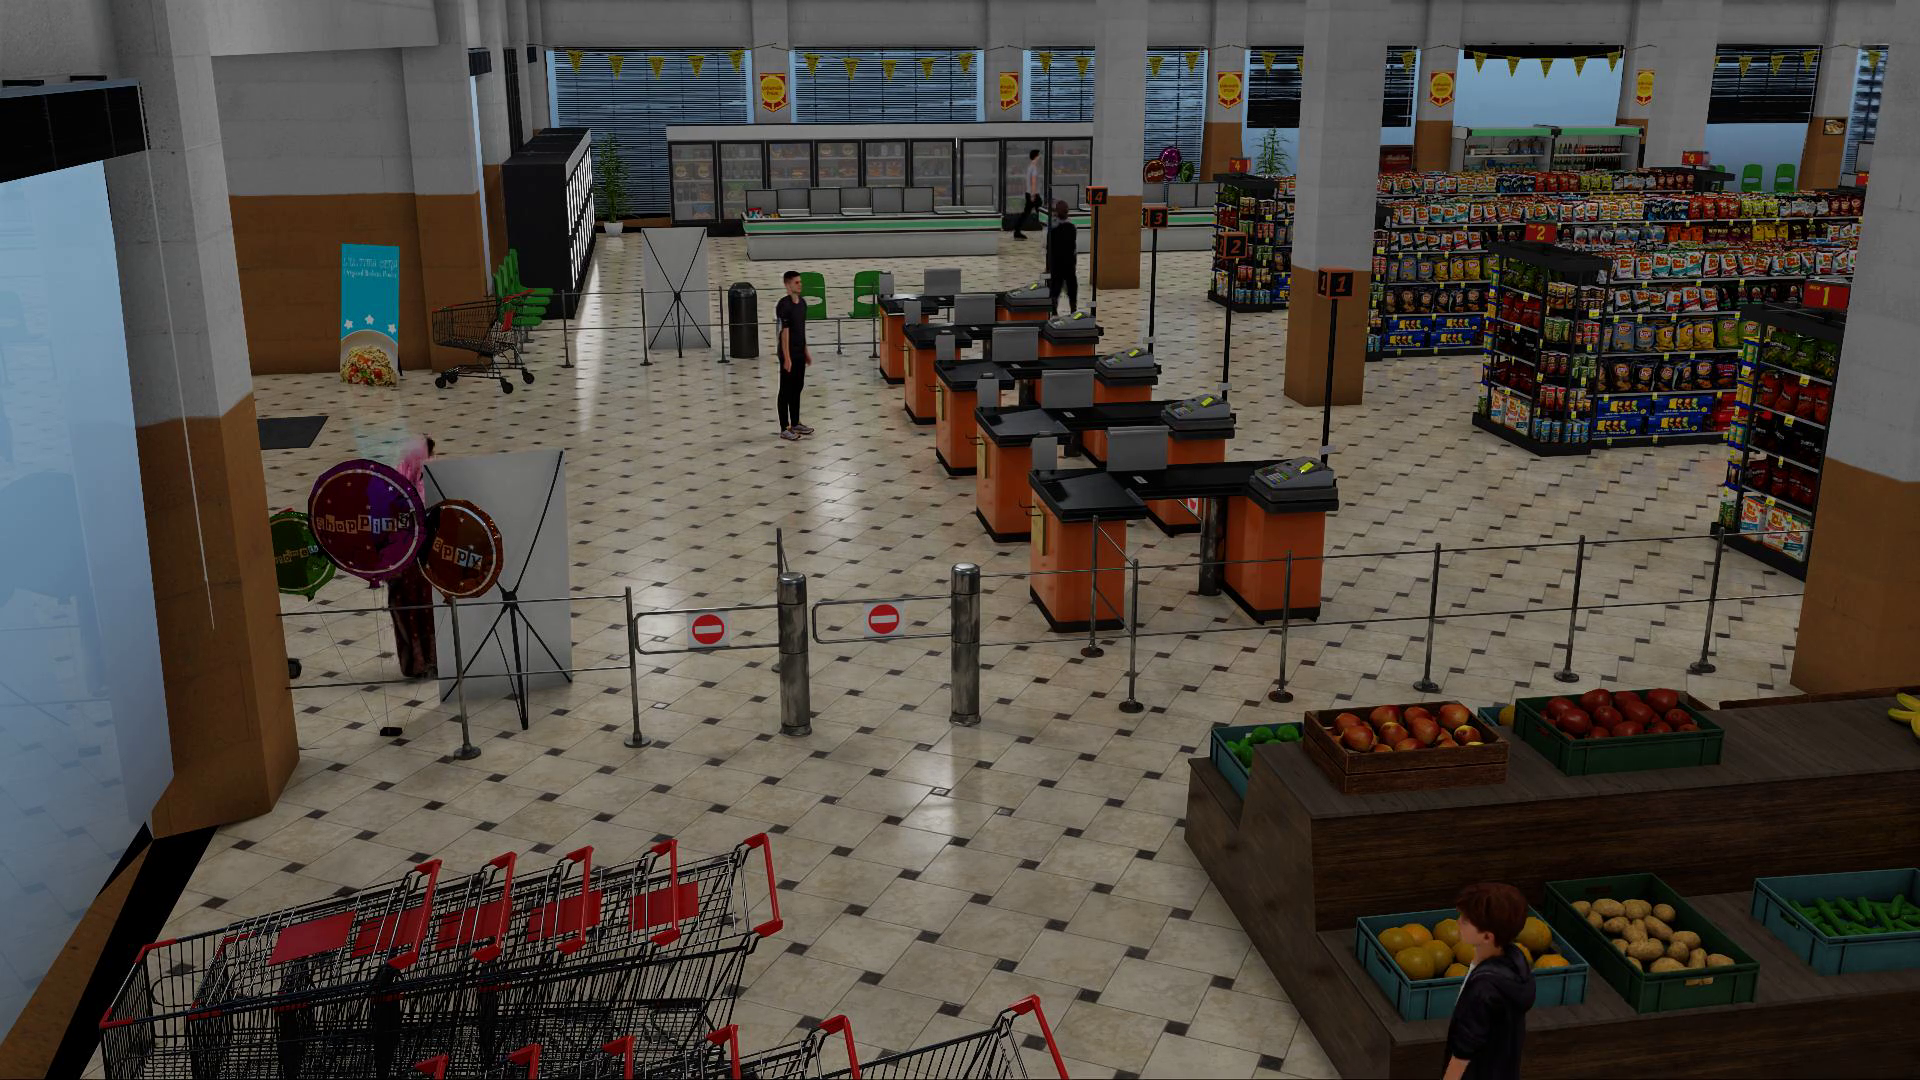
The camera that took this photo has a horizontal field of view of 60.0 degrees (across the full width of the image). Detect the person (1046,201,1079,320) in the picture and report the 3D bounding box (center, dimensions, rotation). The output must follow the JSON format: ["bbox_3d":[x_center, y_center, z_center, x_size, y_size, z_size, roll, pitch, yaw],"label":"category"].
[{"bbox_3d":[1.455,-4.084,24.502,0.974,1.811,0.894,-7,18,-22],"label":"person"}]

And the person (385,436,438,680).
[{"bbox_3d":[-3.582,0.125,10.981,0.777,1.612,0.843,-13,21,-36],"label":"person"}]

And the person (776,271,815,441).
[{"bbox_3d":[-1.766,-1.966,17.609,0.728,1.763,0.716,7,18,23],"label":"person"}]

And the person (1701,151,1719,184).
[{"bbox_3d":[15.380,-7.101,34.438,1.203,1.809,0.964,2,17,7],"label":"person"}]

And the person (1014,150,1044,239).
[{"bbox_3d":[1.420,-7.129,34.510,1.156,1.821,0.720,-3,17,-11],"label":"person"}]

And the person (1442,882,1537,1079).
[{"bbox_3d":[1.814,1.855,5.613,1.023,1.421,0.883,8,18,23],"label":"person"}]
